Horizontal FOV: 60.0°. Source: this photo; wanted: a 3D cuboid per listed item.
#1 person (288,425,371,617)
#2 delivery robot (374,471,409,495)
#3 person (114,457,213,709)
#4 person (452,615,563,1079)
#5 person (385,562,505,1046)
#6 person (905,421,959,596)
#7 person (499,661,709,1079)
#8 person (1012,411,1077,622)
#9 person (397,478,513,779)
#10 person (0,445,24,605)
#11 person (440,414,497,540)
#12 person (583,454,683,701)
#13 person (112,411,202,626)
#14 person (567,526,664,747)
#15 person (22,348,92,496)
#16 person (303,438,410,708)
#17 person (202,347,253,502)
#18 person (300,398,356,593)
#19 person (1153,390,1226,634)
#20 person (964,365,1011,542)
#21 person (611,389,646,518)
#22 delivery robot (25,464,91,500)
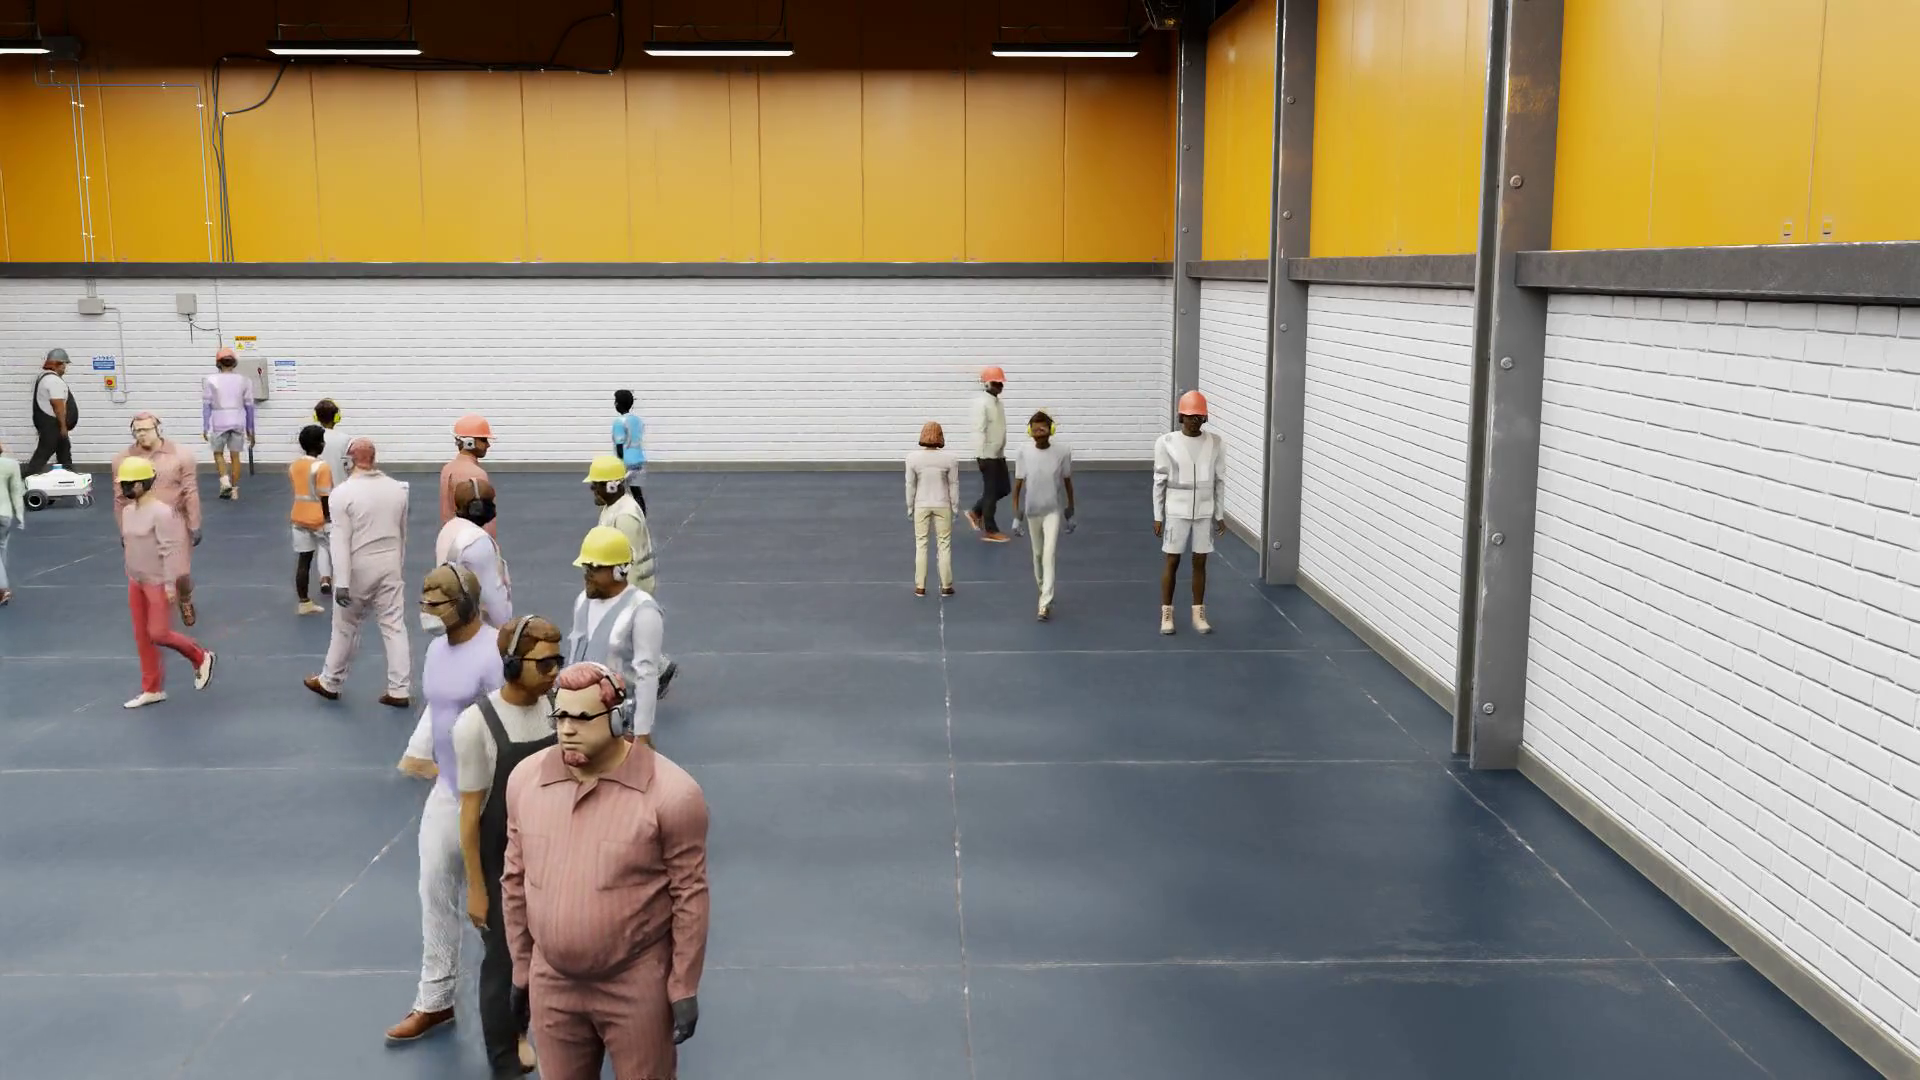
[{"bbox_3d":[-5.564,-0.181,14.621,0.546,1.673,0.688,6,11,32],"label":"person"},{"bbox_3d":[-7.142,-0.609,20.418,0.707,0.478,0.477,3,10,15],"label":"delivery robot"},{"bbox_3d":[-5.580,0.280,11.568,0.540,1.751,0.529,5,11,30],"label":"person"},{"bbox_3d":[-1.598,1.159,5.986,0.431,1.824,0.520,8,12,41],"label":"person"},{"bbox_3d":[-1.873,1.001,6.751,0.644,1.894,1.014,8,12,39],"label":"person"},{"bbox_3d":[-0.254,-0.285,15.414,0.497,1.633,0.285,0,9,3],"label":"person"},{"bbox_3d":[-1.066,1.291,4.923,0.642,1.909,0.399,2,10,14],"label":"person"},{"bbox_3d":[0.746,-0.236,14.642,0.551,1.821,1.035,2,9,10],"label":"person"},{"bbox_3d":[-2.957,0.522,9.994,0.973,1.798,0.623,-5,10,-28],"label":"person"},{"bbox_3d":[-8.799,-0.222,15.134,0.803,1.599,0.508,9,13,44],"label":"person"},{"bbox_3d":[-3.539,0.079,12.097,0.392,1.990,0.611,-8,12,-42],"label":"person"},{"bbox_3d":[-2.225,0.308,11.250,0.586,1.808,0.605,-3,10,-20],"label":"person"},{"bbox_3d":[-6.572,-0.124,13.645,0.657,1.888,0.510,-2,10,-15],"label":"person"},{"bbox_3d":[-1.649,0.816,8.106,0.593,1.813,0.561,8,12,40],"label":"person"},{"bbox_3d":[-12.169,-1.587,22.154,0.937,2.000,0.703,-8,12,-39],"label":"person"},{"bbox_3d":[-4.189,0.221,11.593,0.935,1.863,0.681,6,11,33],"label":"person"},{"bbox_3d":[-9.544,-1.498,21.699,0.648,2.011,0.519,-7,11,-35],"label":"person"},{"bbox_3d":[-5.765,-0.382,15.347,0.522,1.854,0.429,-1,9,-5],"label":"person"},{"bbox_3d":[1.911,-0.224,13.797,0.615,2.038,0.396,-1,9,-6],"label":"person"},{"bbox_3d":[0.305,-0.962,18.515,0.536,1.978,0.621,5,10,28],"label":"person"},{"bbox_3d":[-3.853,-0.871,18.872,0.633,1.673,0.547,3,10,19],"label":"person"},{"bbox_3d":[-11.420,-0.717,21.080,0.707,0.478,0.477,-3,10,-16],"label":"delivery robot"}]
